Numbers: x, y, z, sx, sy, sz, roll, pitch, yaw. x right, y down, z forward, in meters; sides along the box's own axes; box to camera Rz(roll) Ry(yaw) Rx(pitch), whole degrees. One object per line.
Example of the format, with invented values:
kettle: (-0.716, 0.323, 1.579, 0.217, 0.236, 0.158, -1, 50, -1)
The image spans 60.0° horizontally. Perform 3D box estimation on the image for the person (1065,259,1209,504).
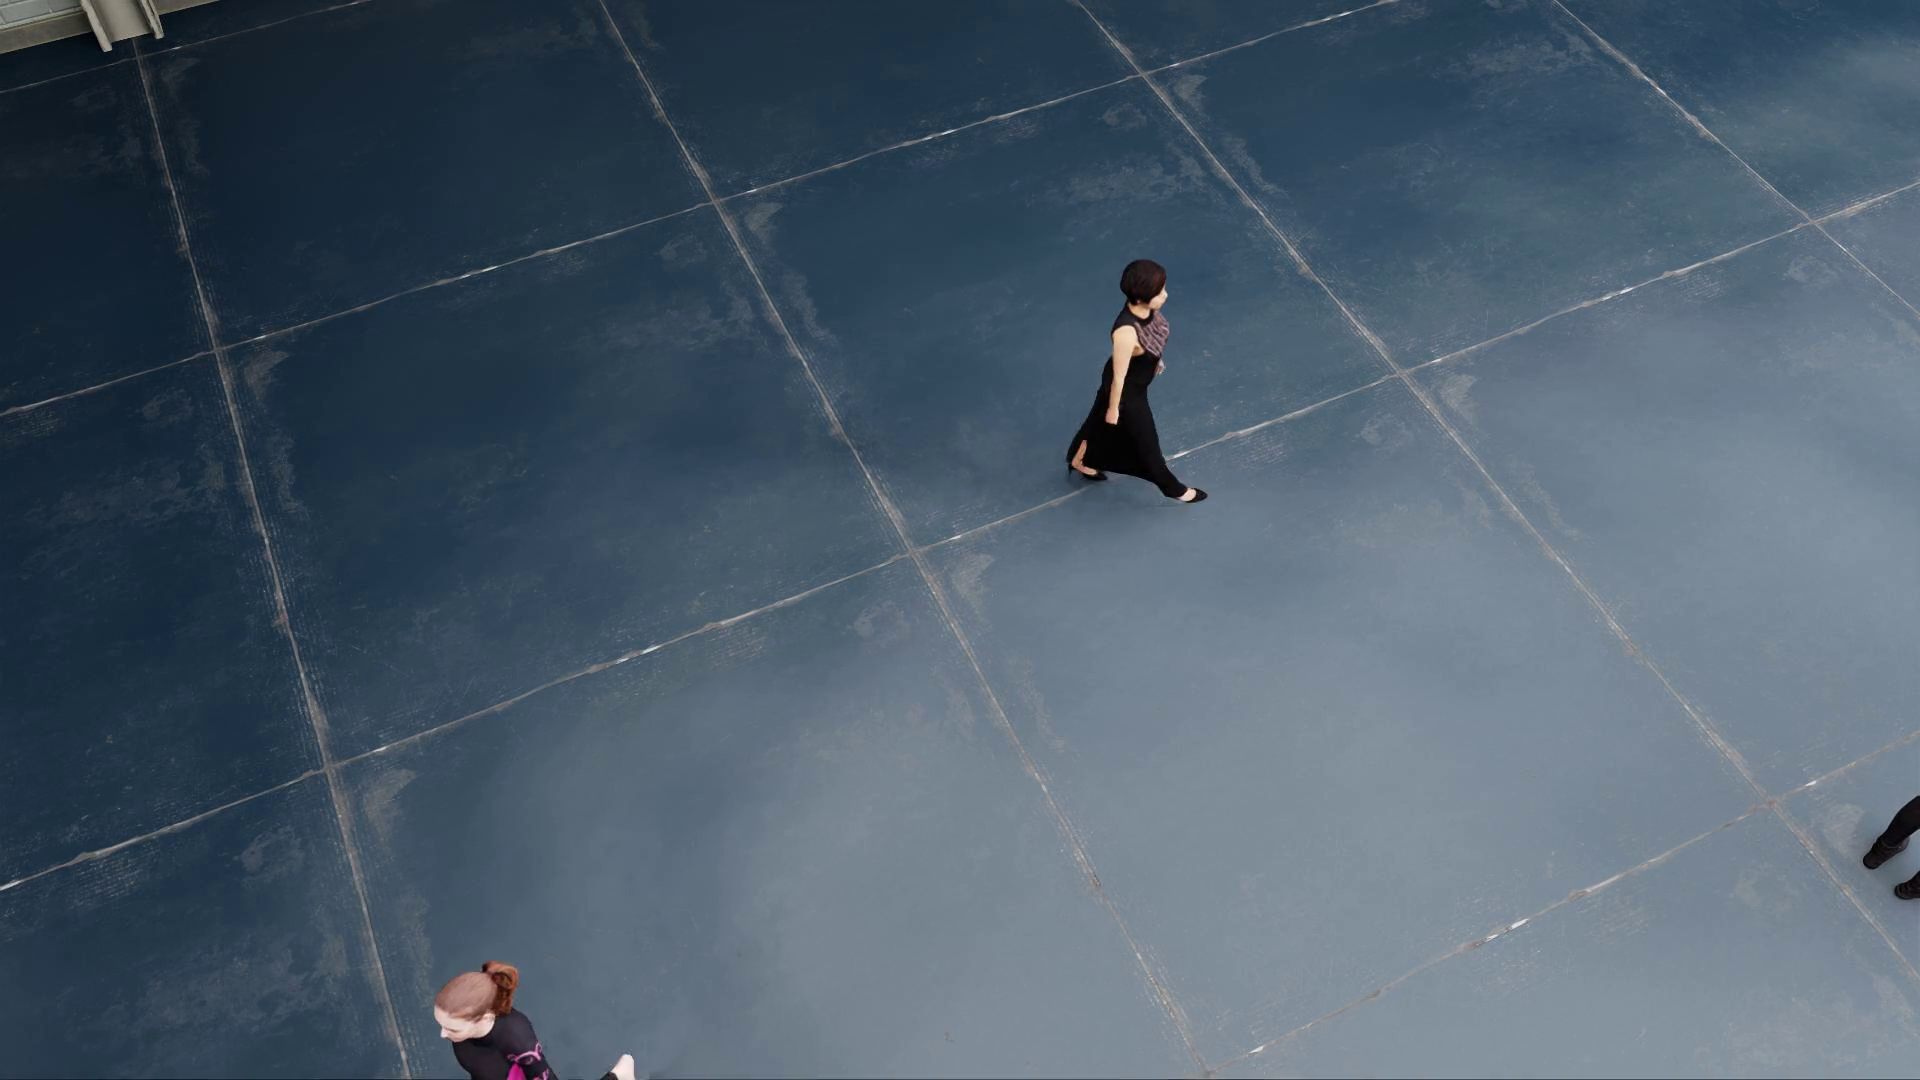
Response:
person: (0.750, -0.780, 8.232, 1.078, 1.563, 0.976, 11, 53, 9)

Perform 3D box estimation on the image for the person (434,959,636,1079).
person: (-1.530, 1.935, 6.026, 0.865, 1.728, 0.992, 25, 56, 18)
